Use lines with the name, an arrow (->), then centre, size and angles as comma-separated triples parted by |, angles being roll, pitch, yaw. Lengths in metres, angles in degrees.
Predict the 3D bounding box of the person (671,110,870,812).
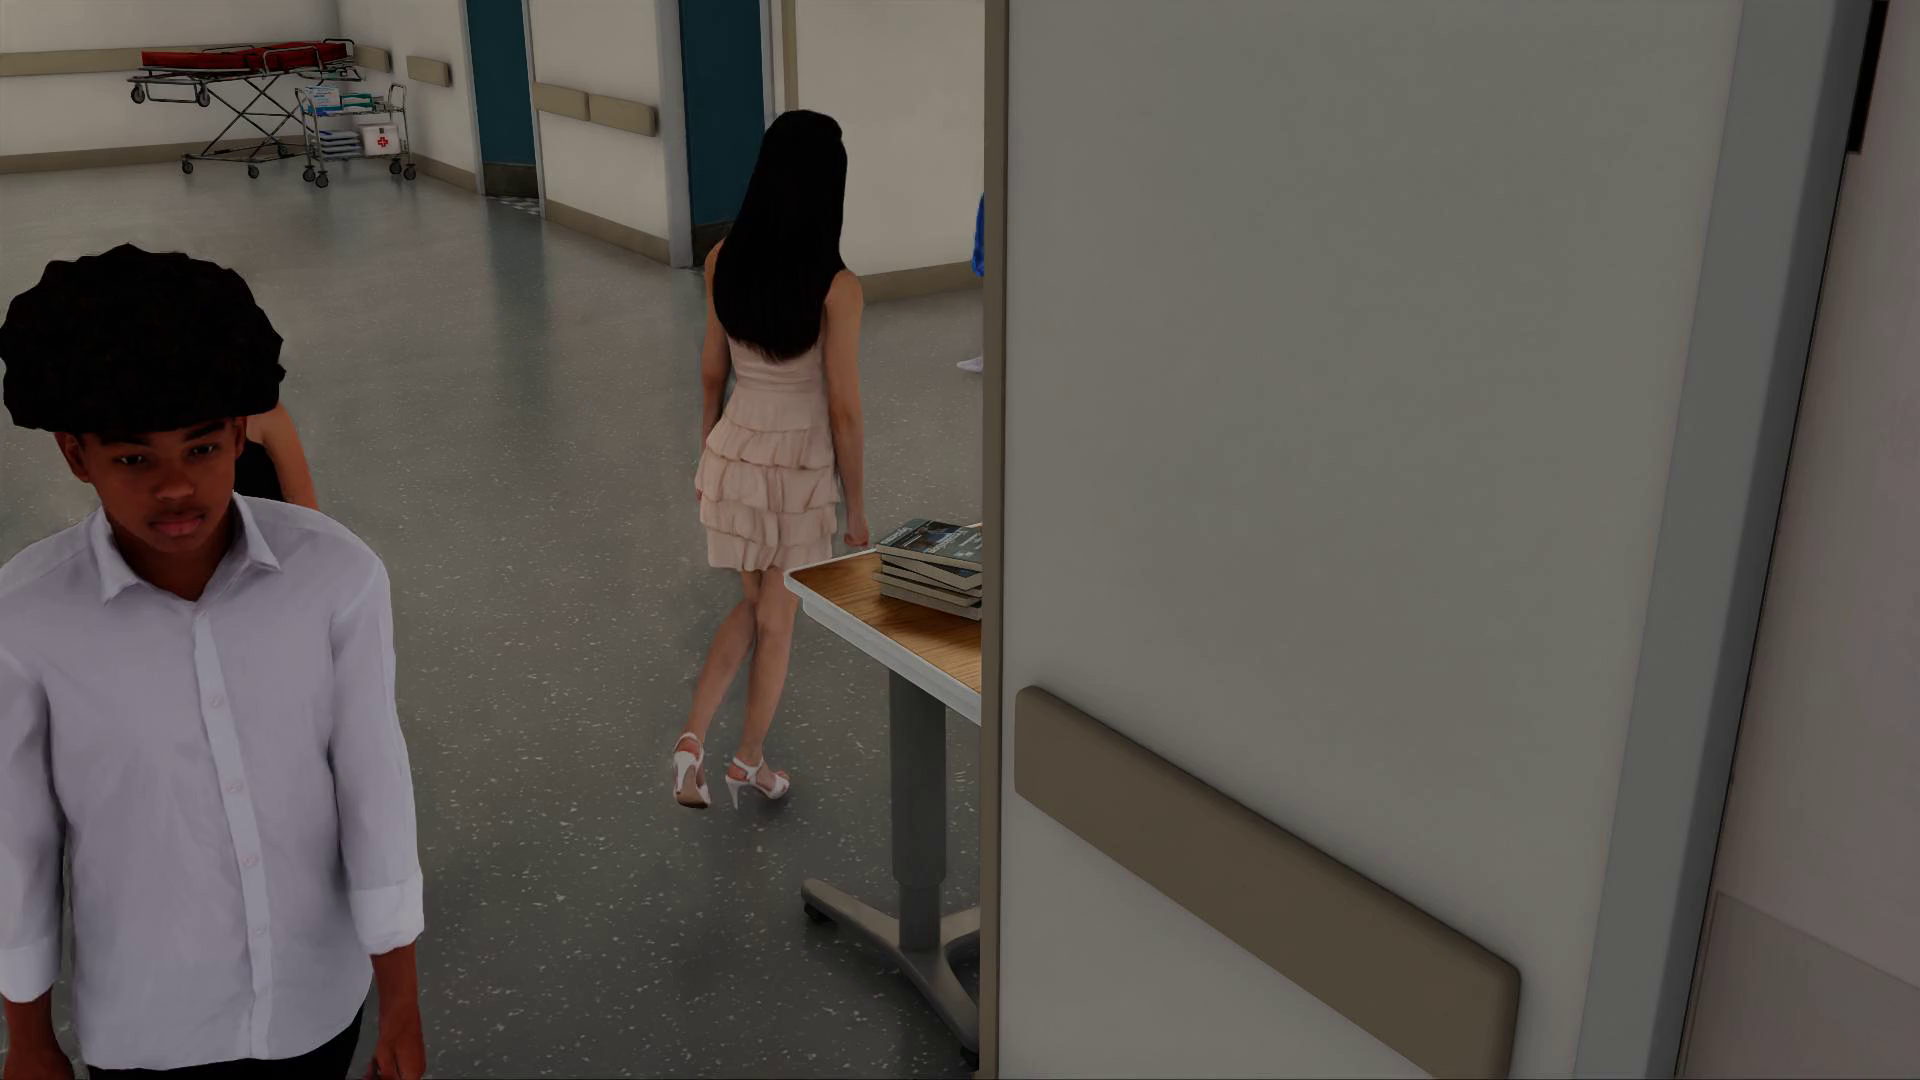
person -> -0.466, -0.077, 3.787 | 0.801, 1.711, 0.831 | 10, 23, 24

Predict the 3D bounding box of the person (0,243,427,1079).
person -> -0.960, 0.511, 2.154 | 0.681, 1.768, 1.011 | -14, 25, -32
